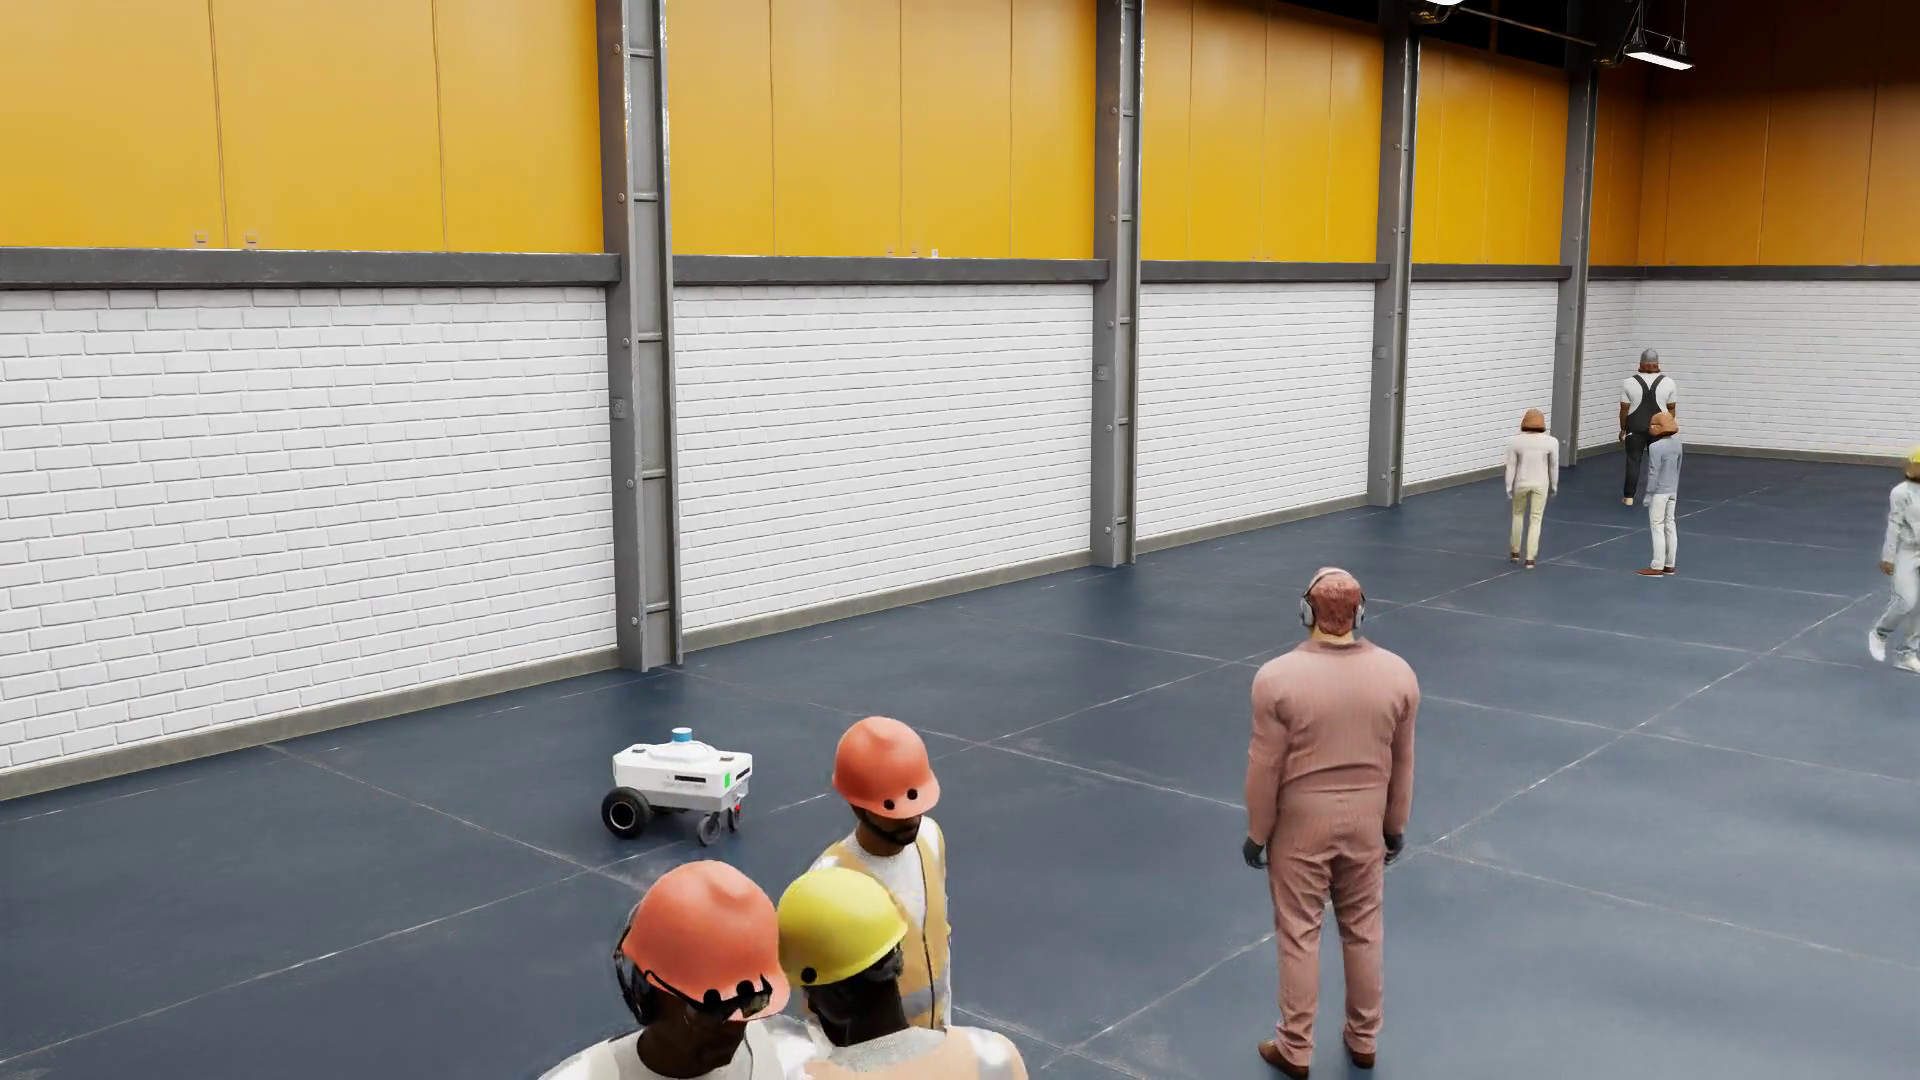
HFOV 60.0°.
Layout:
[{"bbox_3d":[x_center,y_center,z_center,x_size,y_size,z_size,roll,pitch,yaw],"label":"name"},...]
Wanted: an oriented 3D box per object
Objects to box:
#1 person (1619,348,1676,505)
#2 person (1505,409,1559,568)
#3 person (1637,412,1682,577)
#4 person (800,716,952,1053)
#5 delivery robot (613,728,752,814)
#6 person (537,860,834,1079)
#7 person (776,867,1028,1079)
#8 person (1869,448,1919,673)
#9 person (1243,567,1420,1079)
[{"bbox_3d":[8.888,-1.465,21.557,0.677,2.000,0.536,3,10,18],"label":"person"},{"bbox_3d":[5.885,-0.543,17.122,0.514,1.605,0.742,3,10,21],"label":"person"},{"bbox_3d":[6.937,-0.449,16.456,0.507,1.631,0.267,-7,11,-36],"label":"person"},{"bbox_3d":[-0.260,1.344,4.326,0.631,1.911,0.582,5,10,30],"label":"person"},{"bbox_3d":[-1.478,1.247,8.883,0.707,0.478,0.477,3,10,17],"label":"delivery robot"},{"bbox_3d":[-0.563,1.497,3.132,0.614,2.002,0.894,-6,11,-33],"label":"person"},{"bbox_3d":[-0.173,1.538,3.211,0.601,1.875,0.820,-5,10,-30],"label":"person"},{"bbox_3d":[7.161,0.130,12.468,0.493,1.730,0.405,-2,9,-13],"label":"person"},{"bbox_3d":[1.361,1.047,6.209,0.650,1.907,0.404,-2,9,-10],"label":"person"}]
